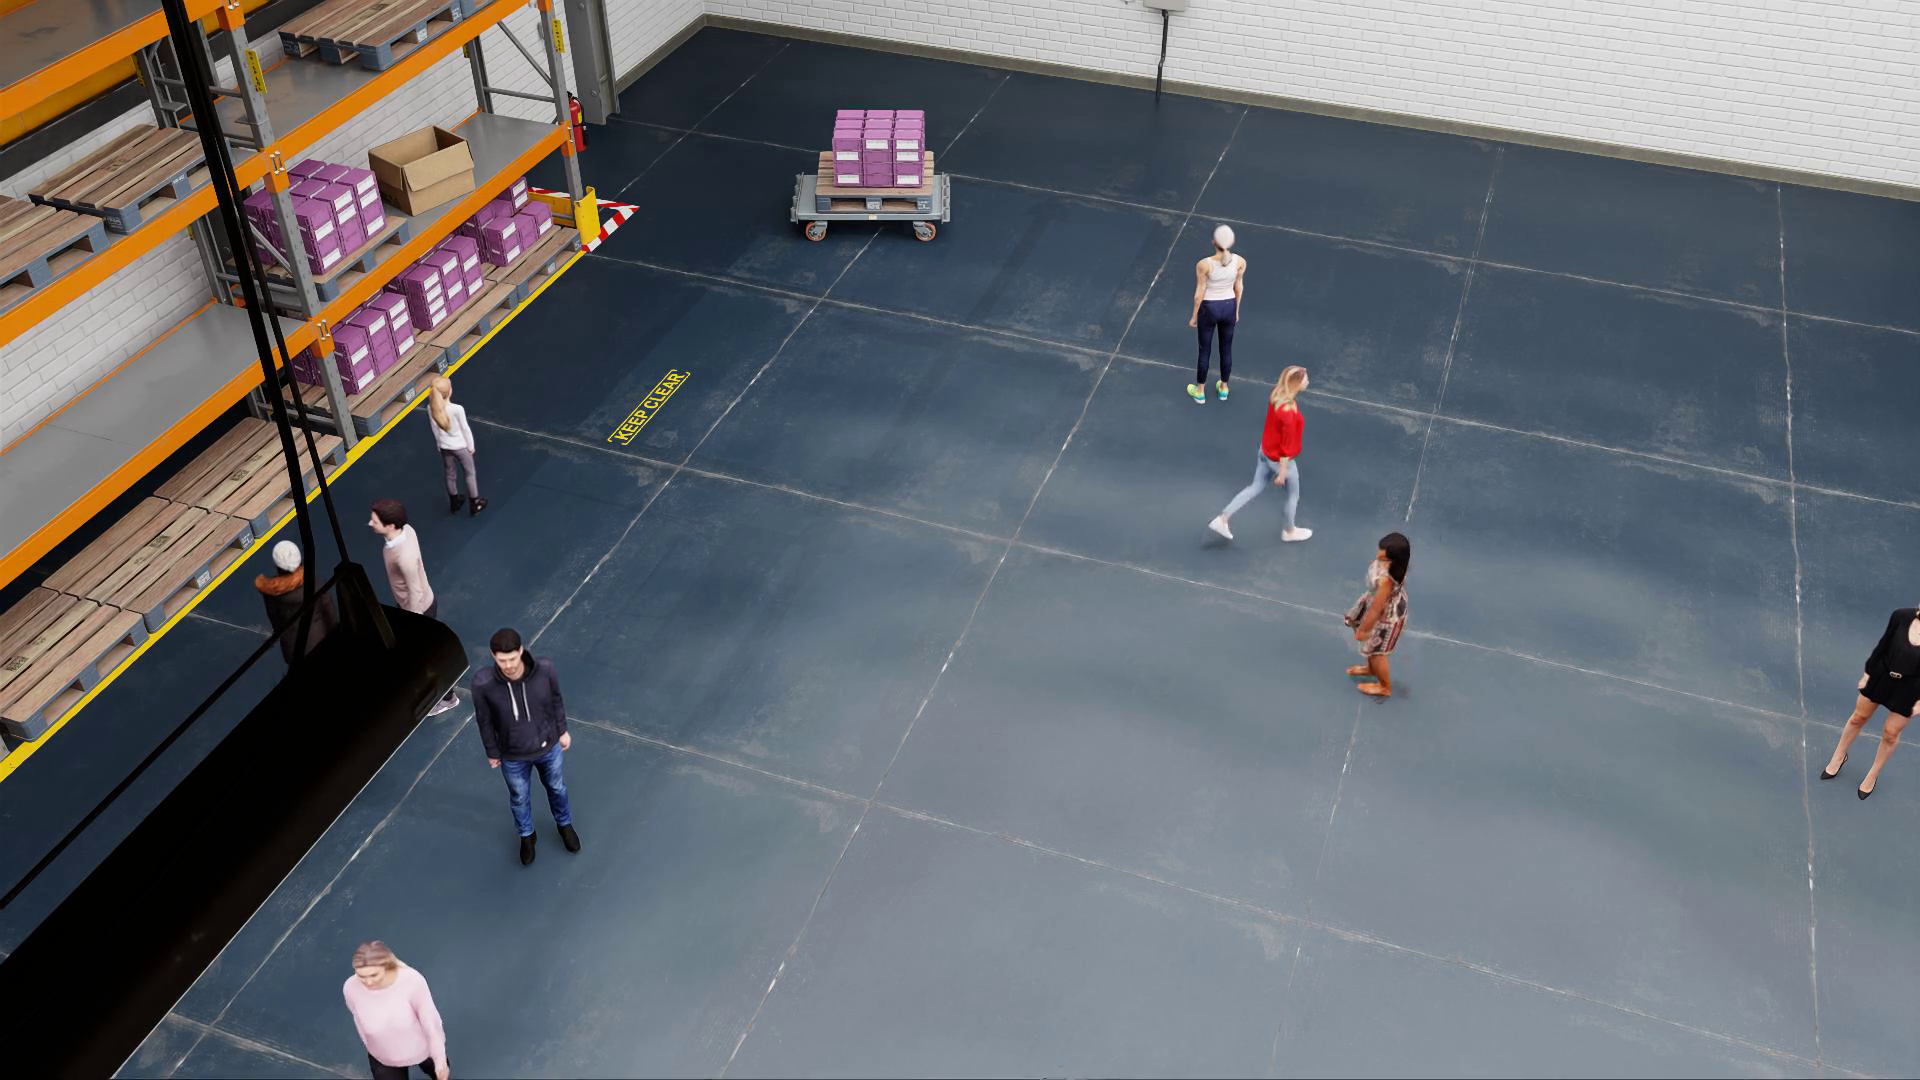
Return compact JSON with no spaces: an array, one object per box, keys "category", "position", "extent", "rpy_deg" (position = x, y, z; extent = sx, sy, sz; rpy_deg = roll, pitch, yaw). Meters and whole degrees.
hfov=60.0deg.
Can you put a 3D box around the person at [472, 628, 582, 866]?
[{"category":"person","position":[-2.692,1.251,10.383],"extent":[0.755,1.892,0.801],"rpy_deg":[-14,41,-17]}]

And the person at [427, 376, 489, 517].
[{"category":"person","position":[-4.075,-0.758,13.391],"extent":[0.491,1.277,0.505],"rpy_deg":[9,40,12]}]

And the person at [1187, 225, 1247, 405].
[{"category":"person","position":[2.254,-1.975,14.574],"extent":[0.677,1.704,0.690],"rpy_deg":[-6,39,-8]}]

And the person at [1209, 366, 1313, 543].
[{"category":"person","position":[2.390,-0.633,12.914],"extent":[1.046,1.677,1.101],"rpy_deg":[-8,39,-10]}]

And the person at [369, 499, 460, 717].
[{"category":"person","position":[-3.760,0.442,11.463],"extent":[0.767,1.809,0.700],"rpy_deg":[-15,41,-18]}]

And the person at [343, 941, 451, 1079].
[{"category":"person","position":[-2.925,2.629,8.858],"extent":[0.946,1.642,1.167],"rpy_deg":[-5,39,-7]}]

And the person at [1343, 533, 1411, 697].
[{"category":"person","position":[2.975,0.520,11.541],"extent":[0.733,1.590,0.587],"rpy_deg":[21,43,24]}]

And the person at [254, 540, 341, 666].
[{"category":"person","position":[-4.426,0.710,11.289],"extent":[0.938,1.607,1.027],"rpy_deg":[-13,40,-16]}]

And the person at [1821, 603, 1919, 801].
[{"category":"person","position":[6.086,0.973,10.830],"extent":[0.649,1.768,0.642],"rpy_deg":[31,48,33]}]
